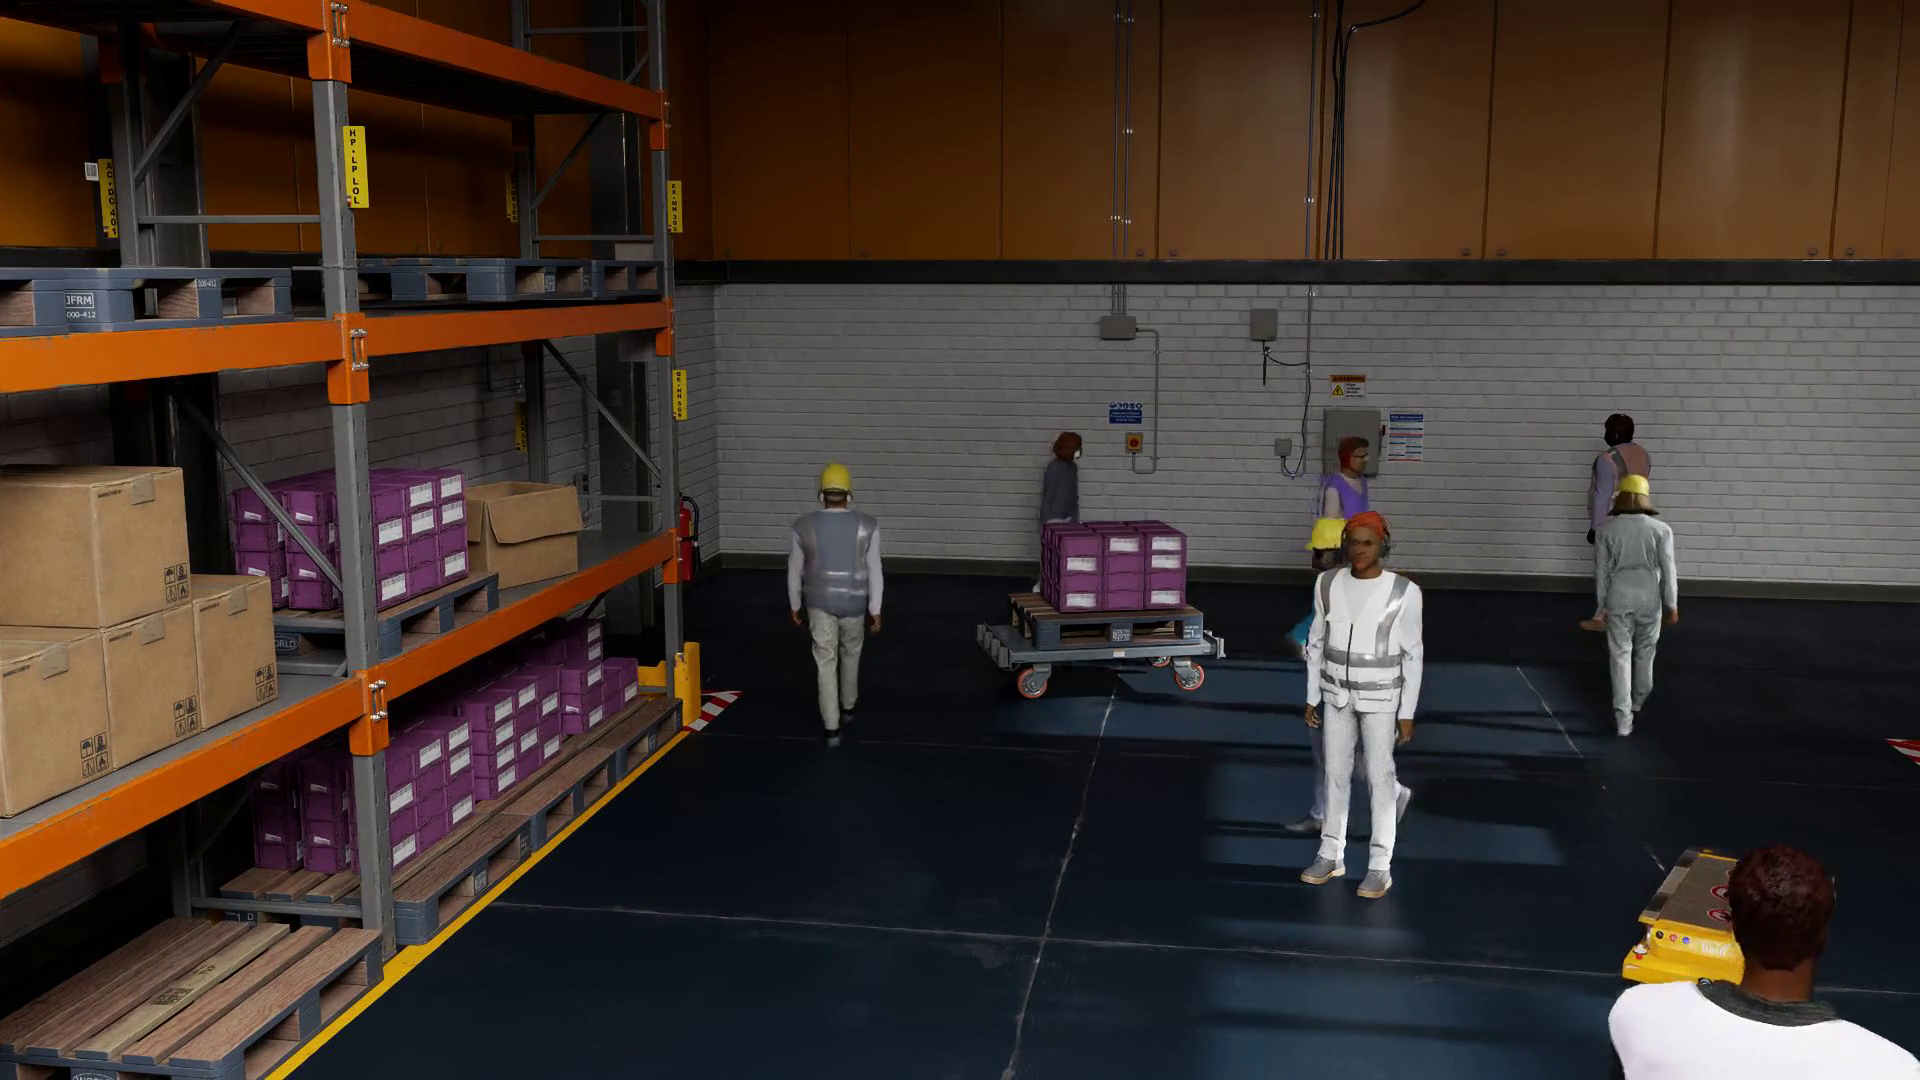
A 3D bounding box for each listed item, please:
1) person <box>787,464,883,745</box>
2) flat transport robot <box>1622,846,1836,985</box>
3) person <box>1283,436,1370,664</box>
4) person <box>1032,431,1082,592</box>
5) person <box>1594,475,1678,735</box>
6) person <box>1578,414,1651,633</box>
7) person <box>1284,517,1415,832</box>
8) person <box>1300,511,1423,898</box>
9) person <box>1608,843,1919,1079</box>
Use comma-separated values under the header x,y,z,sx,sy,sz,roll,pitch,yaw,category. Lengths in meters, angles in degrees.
x,y,z,sx,sy,sz,roll,pitch,yaw,category
-0.819,0.391,10.881,0.616,1.782,0.922,-1,9,-5,person
3.470,1.703,7.437,0.652,0.197,1.431,6,11,33,flat transport robot
2.860,0.107,12.554,0.881,1.817,0.578,6,11,31,person
0.895,-0.173,14.867,0.361,1.608,0.558,6,11,32,person
4.491,0.411,11.084,0.527,1.667,0.922,3,10,20,person
5.491,-0.142,13.988,0.626,1.844,0.429,-7,11,-35,person
2.070,0.739,8.825,0.577,1.748,0.528,0,9,3,person
1.942,0.802,8.095,0.590,1.883,0.422,8,12,39,person
1.616,1.540,3.429,0.594,1.898,0.524,5,11,29,person
